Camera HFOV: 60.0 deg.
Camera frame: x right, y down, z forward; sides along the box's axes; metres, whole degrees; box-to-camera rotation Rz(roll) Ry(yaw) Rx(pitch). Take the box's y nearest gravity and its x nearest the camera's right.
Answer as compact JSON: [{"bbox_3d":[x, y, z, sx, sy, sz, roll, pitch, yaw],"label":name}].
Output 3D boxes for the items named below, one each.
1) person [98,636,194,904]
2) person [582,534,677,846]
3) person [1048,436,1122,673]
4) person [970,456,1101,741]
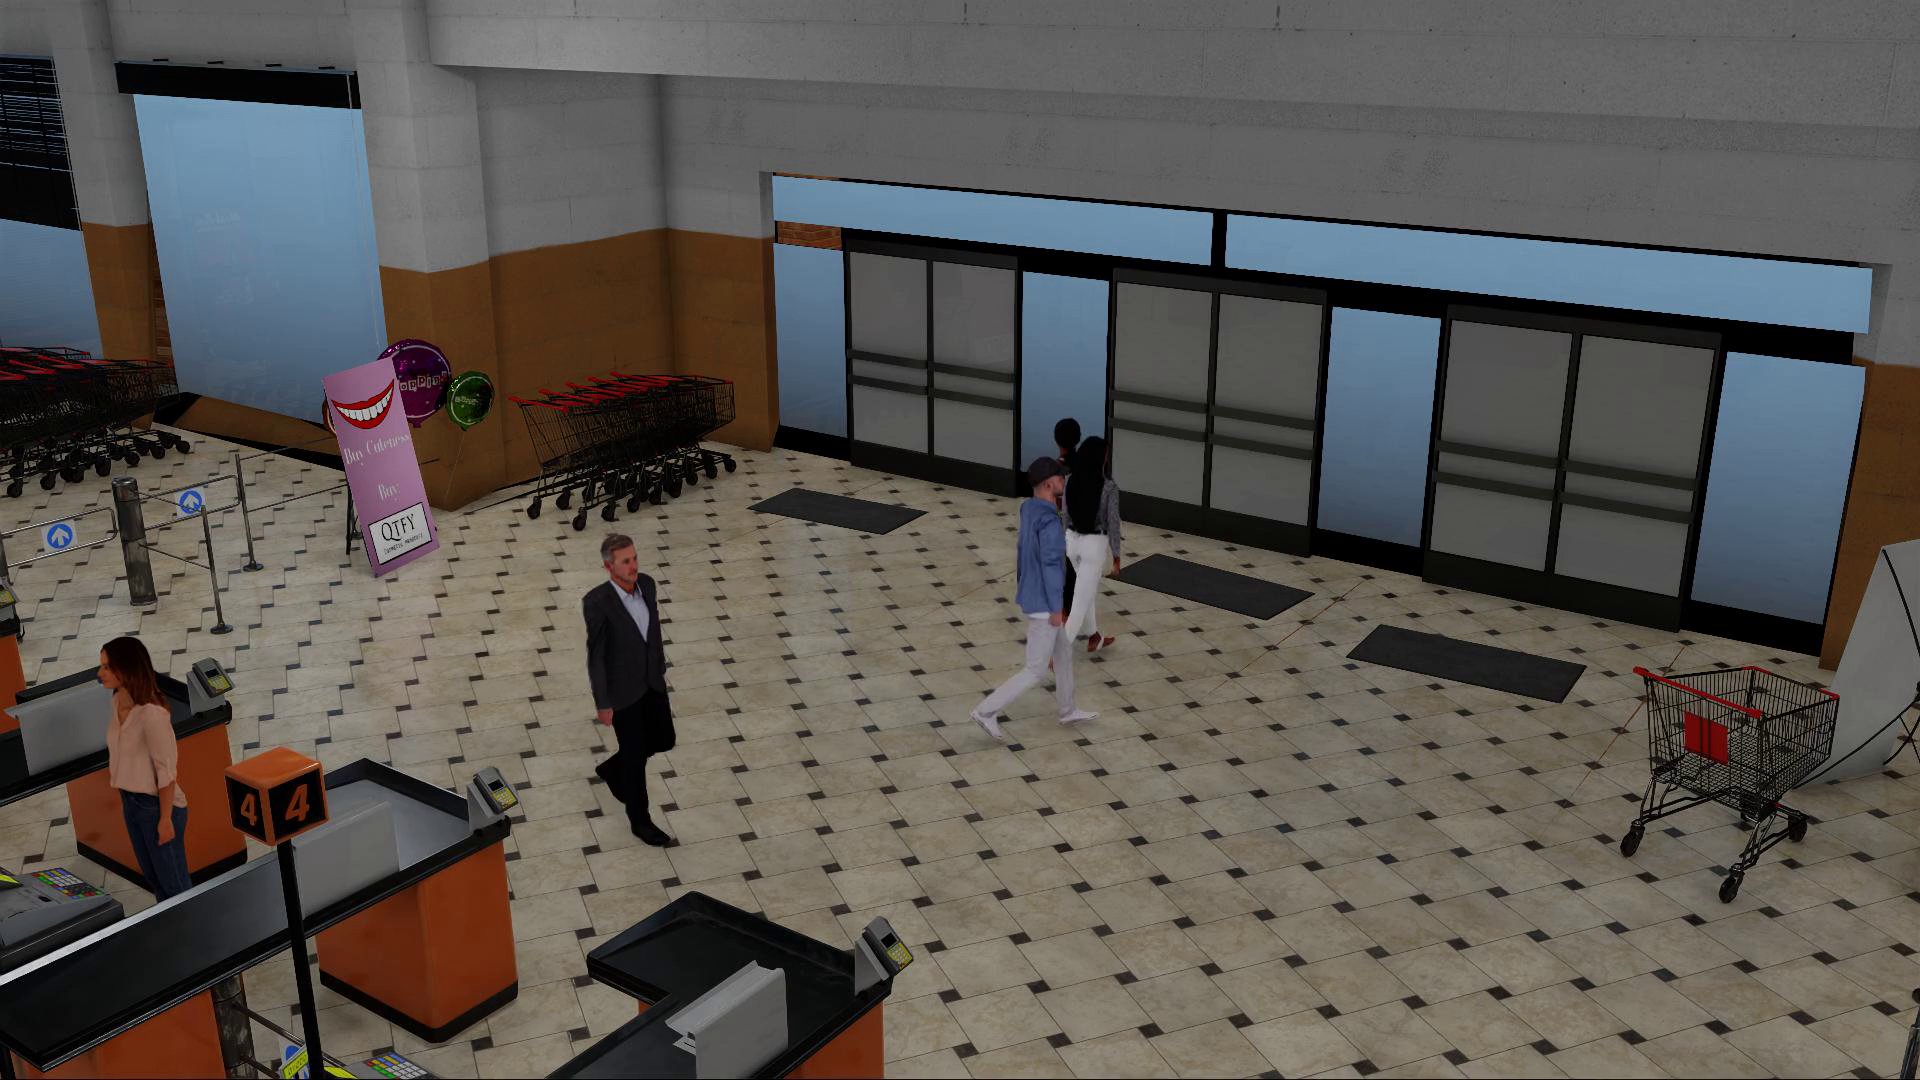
[{"bbox_3d":[-3.899,1.296,8.049,0.603,1.792,0.540,15,24,37],"label":"person"},{"bbox_3d":[-1.909,0.816,9.425,0.808,1.822,0.813,12,22,31],"label":"person"},{"bbox_3d":[0.843,0.151,11.619,0.604,1.680,1.176,12,22,32],"label":"person"},{"bbox_3d":[0.443,0.396,10.604,1.207,1.865,1.123,-4,19,-11],"label":"person"}]
